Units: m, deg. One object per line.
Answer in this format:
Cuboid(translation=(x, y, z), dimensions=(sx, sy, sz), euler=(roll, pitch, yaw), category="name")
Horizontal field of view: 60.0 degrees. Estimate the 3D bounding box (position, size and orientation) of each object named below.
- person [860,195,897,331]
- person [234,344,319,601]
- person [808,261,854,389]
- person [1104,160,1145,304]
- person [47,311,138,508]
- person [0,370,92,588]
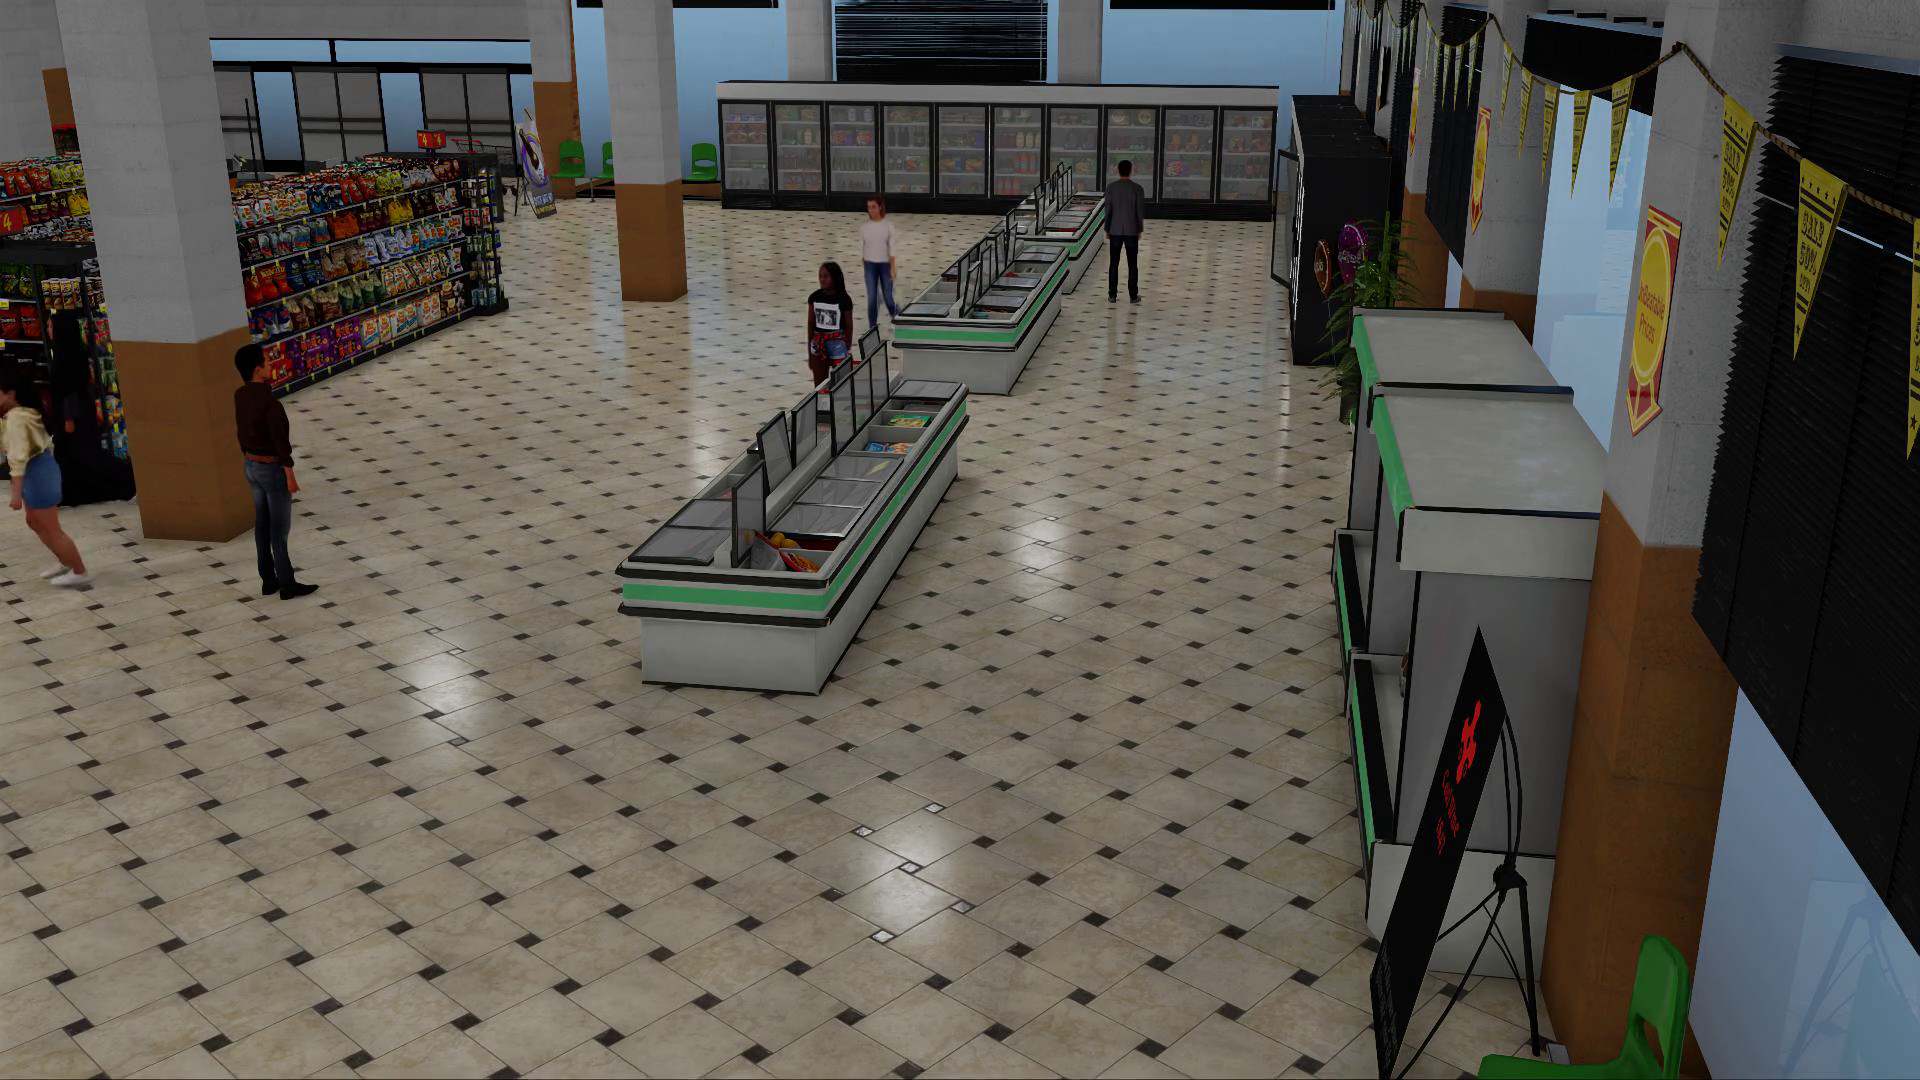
Cuboid(translation=(-0.937, -3.209, 19.715), dimensions=(0.596, 1.690, 1.039), euler=(3, 19, 10), category="person")
Cuboid(translation=(-4.772, -0.470, 11.449), dimensions=(0.717, 1.782, 0.684), euler=(13, 23, 34), category="person")
Cuboid(translation=(-1.174, -1.687, 15.147), dimensions=(0.657, 1.725, 0.647), euler=(7, 20, 20), category="person")
Cuboid(translation=(2.174, -4.086, 22.029), dimensions=(0.685, 1.874, 0.598), euler=(4, 19, 12), category="person")
Cuboid(translation=(-7.052, -1.036, 13.411), dimensions=(1.017, 1.600, 1.067), euler=(-8, 20, -22), category="person")
Cuboid(translation=(-6.353, -0.411, 11.572), dimensions=(0.842, 1.591, 0.734), euler=(-2, 19, -5), category="person")
